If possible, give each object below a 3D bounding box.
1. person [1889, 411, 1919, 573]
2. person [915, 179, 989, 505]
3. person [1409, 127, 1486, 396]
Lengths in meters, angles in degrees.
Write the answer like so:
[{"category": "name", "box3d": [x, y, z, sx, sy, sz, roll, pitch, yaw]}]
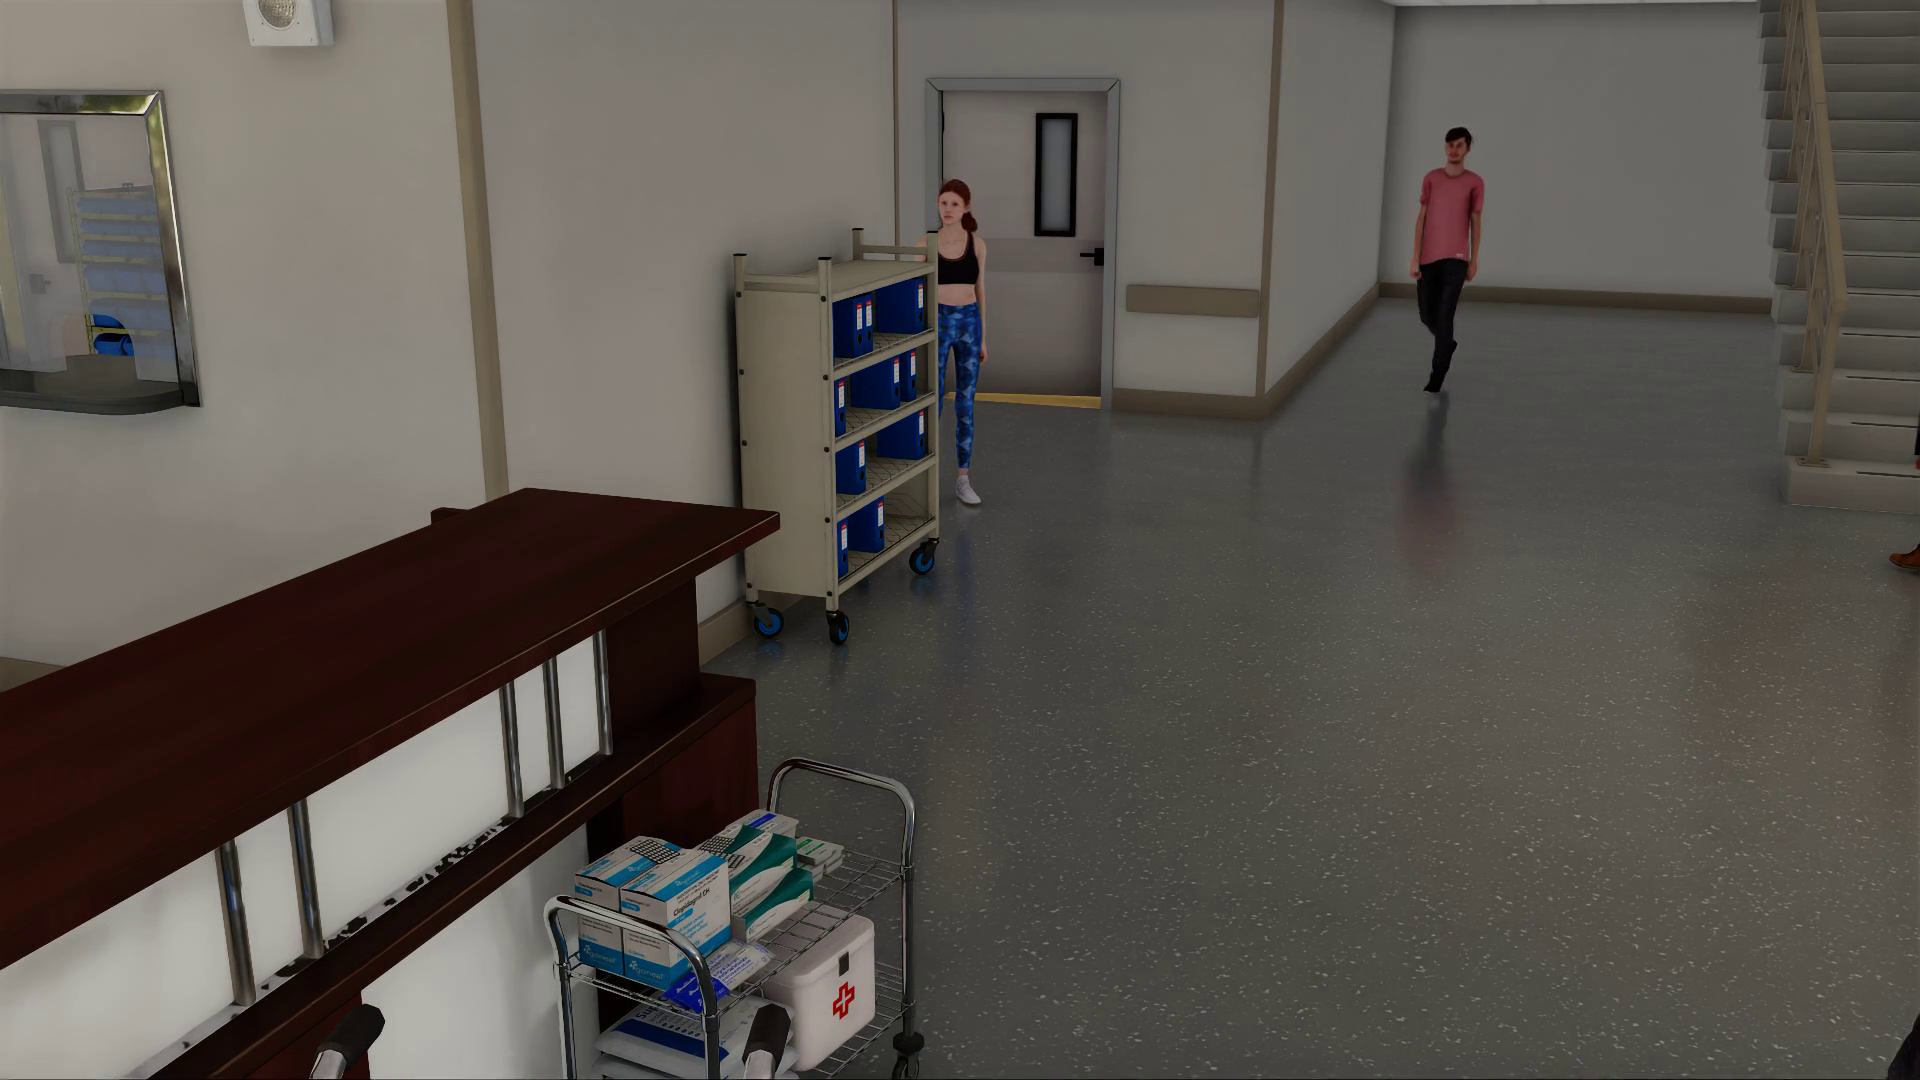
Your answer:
[{"category": "person", "box3d": [4.705, -0.457, 7.922, 0.575, 1.226, 0.643, -9, 18, -28]}, {"category": "person", "box3d": [-0.045, -1.075, 9.159, 0.672, 1.785, 0.710, -4, 16, -13]}, {"category": "person", "box3d": [3.653, -2.084, 12.470, 0.820, 1.929, 1.217, 10, 19, 32]}]
